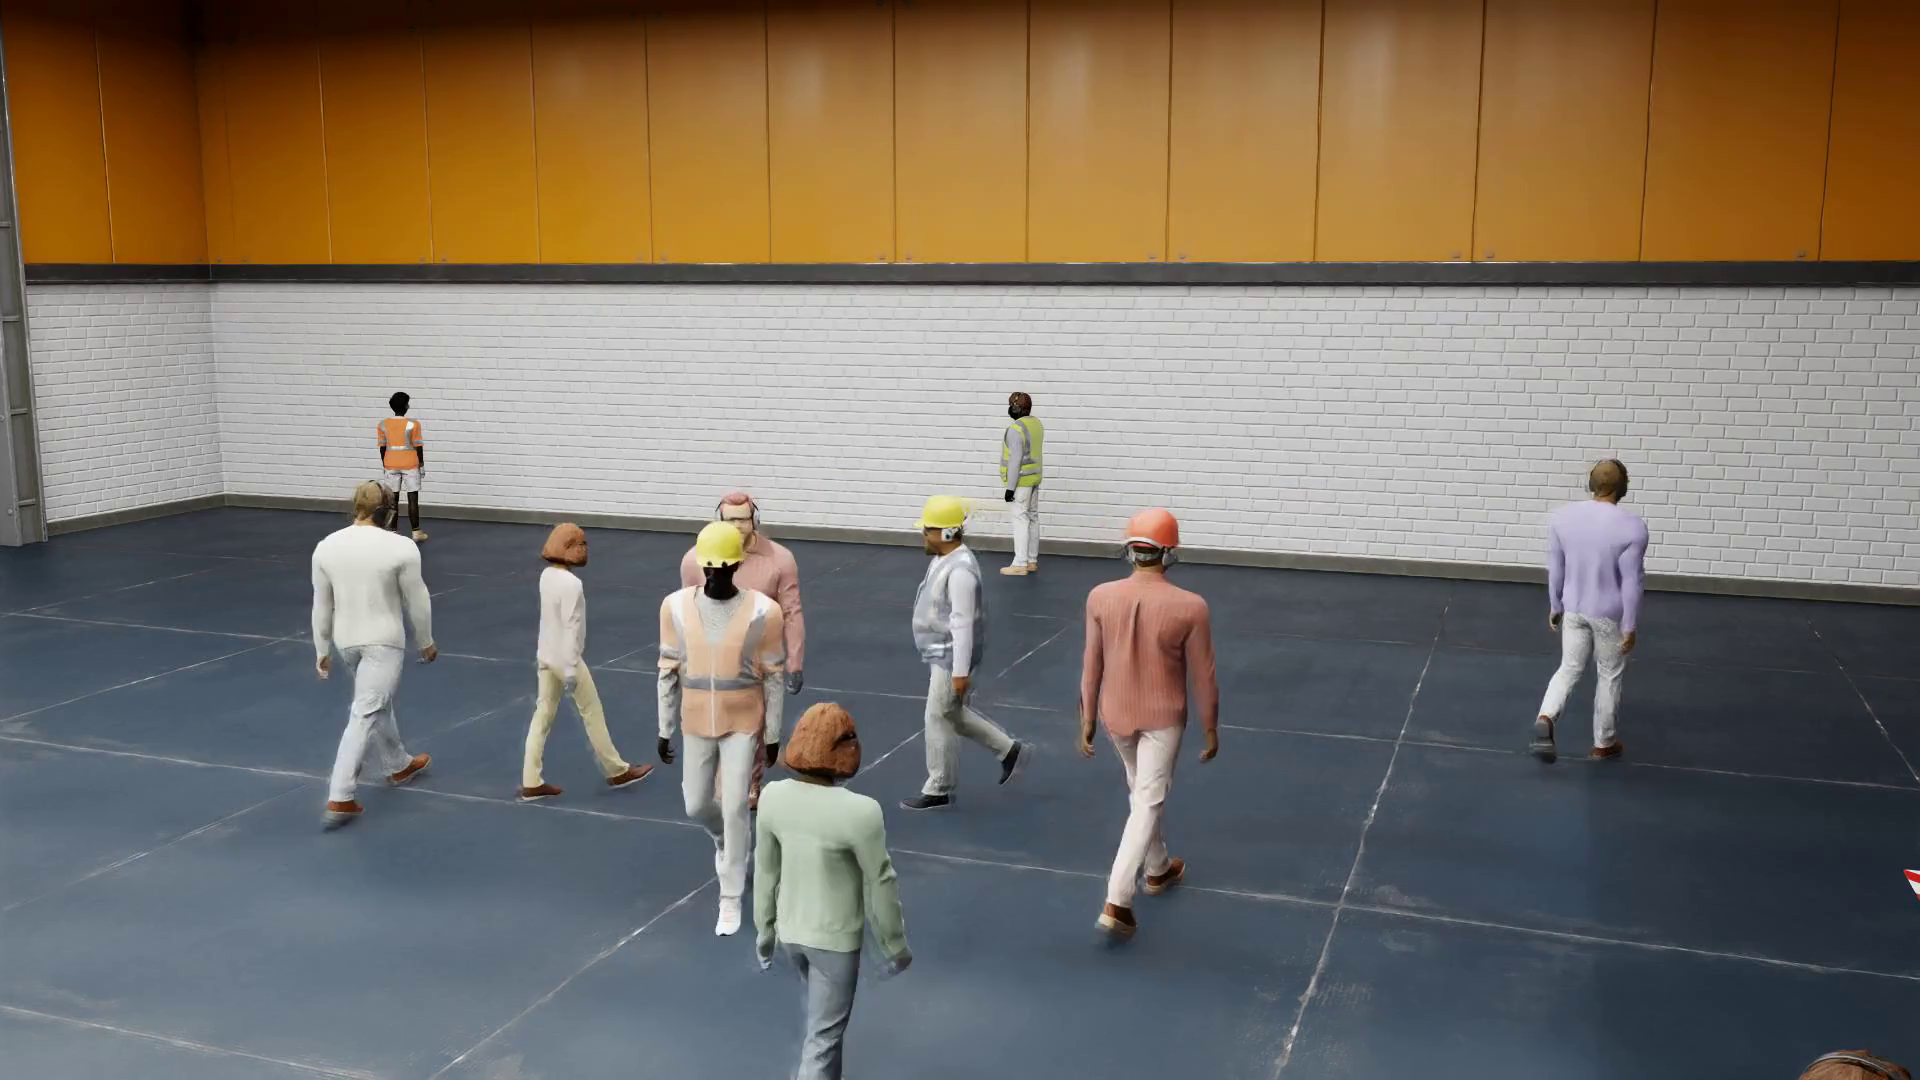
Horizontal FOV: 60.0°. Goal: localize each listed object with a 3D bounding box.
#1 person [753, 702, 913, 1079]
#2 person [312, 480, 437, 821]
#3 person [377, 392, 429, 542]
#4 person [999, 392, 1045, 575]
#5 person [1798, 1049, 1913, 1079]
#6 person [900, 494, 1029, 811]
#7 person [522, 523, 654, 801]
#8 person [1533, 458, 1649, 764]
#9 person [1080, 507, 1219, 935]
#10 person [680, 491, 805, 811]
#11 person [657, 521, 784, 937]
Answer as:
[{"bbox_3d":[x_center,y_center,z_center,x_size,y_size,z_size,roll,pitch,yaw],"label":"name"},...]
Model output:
[{"bbox_3d":[-0.402,1.334,5.642,0.508,1.609,0.706,7,12,37],"label":"person"},{"bbox_3d":[-3.347,0.601,9.419,0.621,1.881,1.098,2,9,15],"label":"person"},{"bbox_3d":[-6.266,-0.817,18.707,0.536,1.696,0.318,1,9,7],"label":"person"},{"bbox_3d":[0.605,-0.568,16.707,0.430,1.845,0.620,5,10,27],"label":"person"},{"bbox_3d":[1.369,1.695,2.666,0.633,1.842,0.429,6,11,31],"label":"person"},{"bbox_3d":[0.026,0.629,9.380,0.683,1.809,0.601,-1,9,-8],"label":"person"},{"bbox_3d":[-2.201,0.692,9.631,0.806,1.593,0.534,-7,11,-36],"label":"person"},{"bbox_3d":[3.846,0.452,10.154,0.804,1.921,0.637,-8,12,-41],"label":"person"},{"bbox_3d":[0.868,0.821,7.769,0.645,1.954,1.018,5,11,31],"label":"person"},{"bbox_3d":[-1.183,0.655,9.075,0.669,1.851,0.989,-2,9,-10],"label":"person"},{"bbox_3d":[-1.109,0.834,7.852,0.595,1.906,0.731,1,9,8],"label":"person"}]
